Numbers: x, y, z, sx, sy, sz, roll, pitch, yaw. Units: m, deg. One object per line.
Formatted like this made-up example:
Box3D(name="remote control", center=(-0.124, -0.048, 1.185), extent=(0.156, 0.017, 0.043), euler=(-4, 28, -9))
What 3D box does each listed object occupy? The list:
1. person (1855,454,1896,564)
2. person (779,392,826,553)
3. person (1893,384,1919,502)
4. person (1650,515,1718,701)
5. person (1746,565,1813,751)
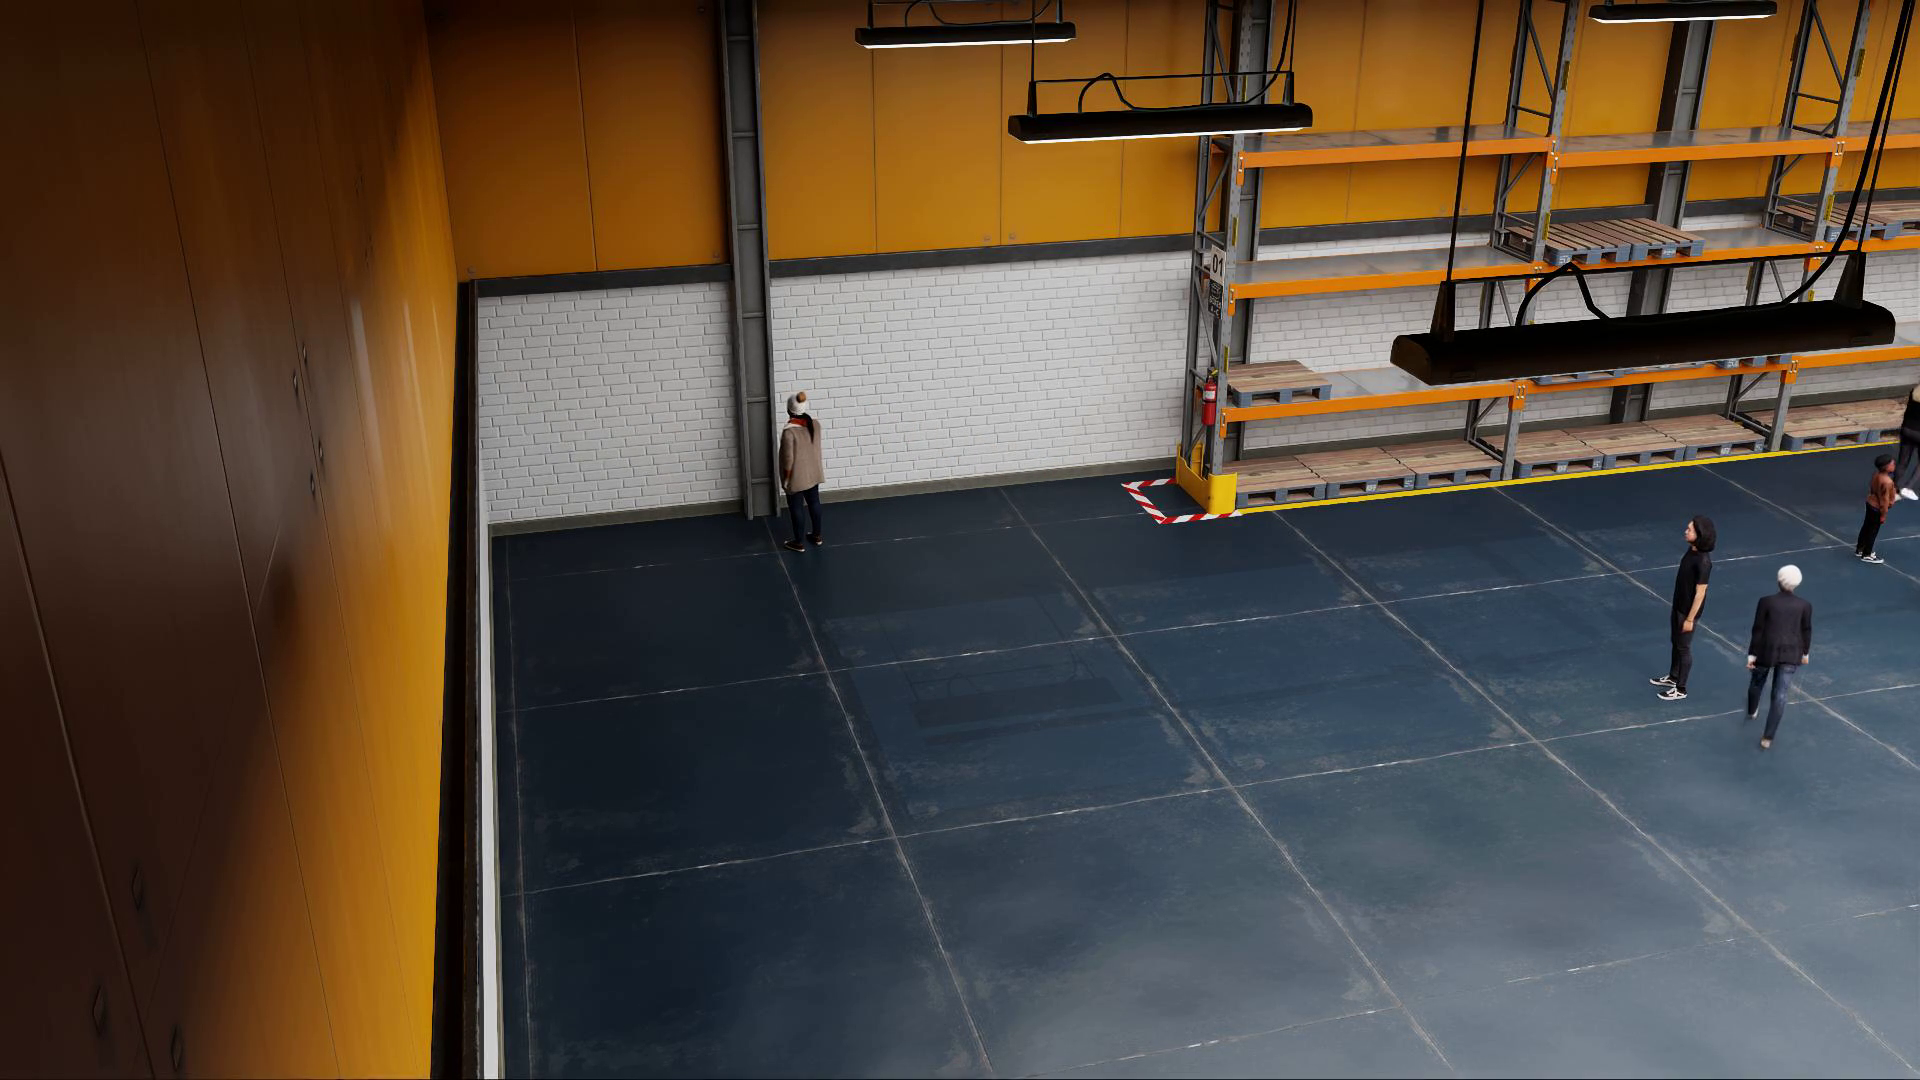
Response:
Box3D(name="person", center=(10.271, -0.371, 18.640), extent=(0.585, 1.254, 0.584), euler=(2, 24, 5))
Box3D(name="person", center=(-1.785, -0.801, 18.829), extent=(0.869, 1.890, 0.778), euler=(21, 31, 39))
Box3D(name="person", center=(11.498, -1.249, 20.122), extent=(0.643, 1.675, 0.674), euler=(-12, 26, -25))
Box3D(name="person", center=(6.857, 0.616, 15.657), extent=(0.676, 1.835, 0.712), euler=(4, 24, 8))
Box3D(name="person", center=(7.348, 1.106, 14.905), extent=(1.196, 1.761, 1.144), euler=(11, 26, 24))
